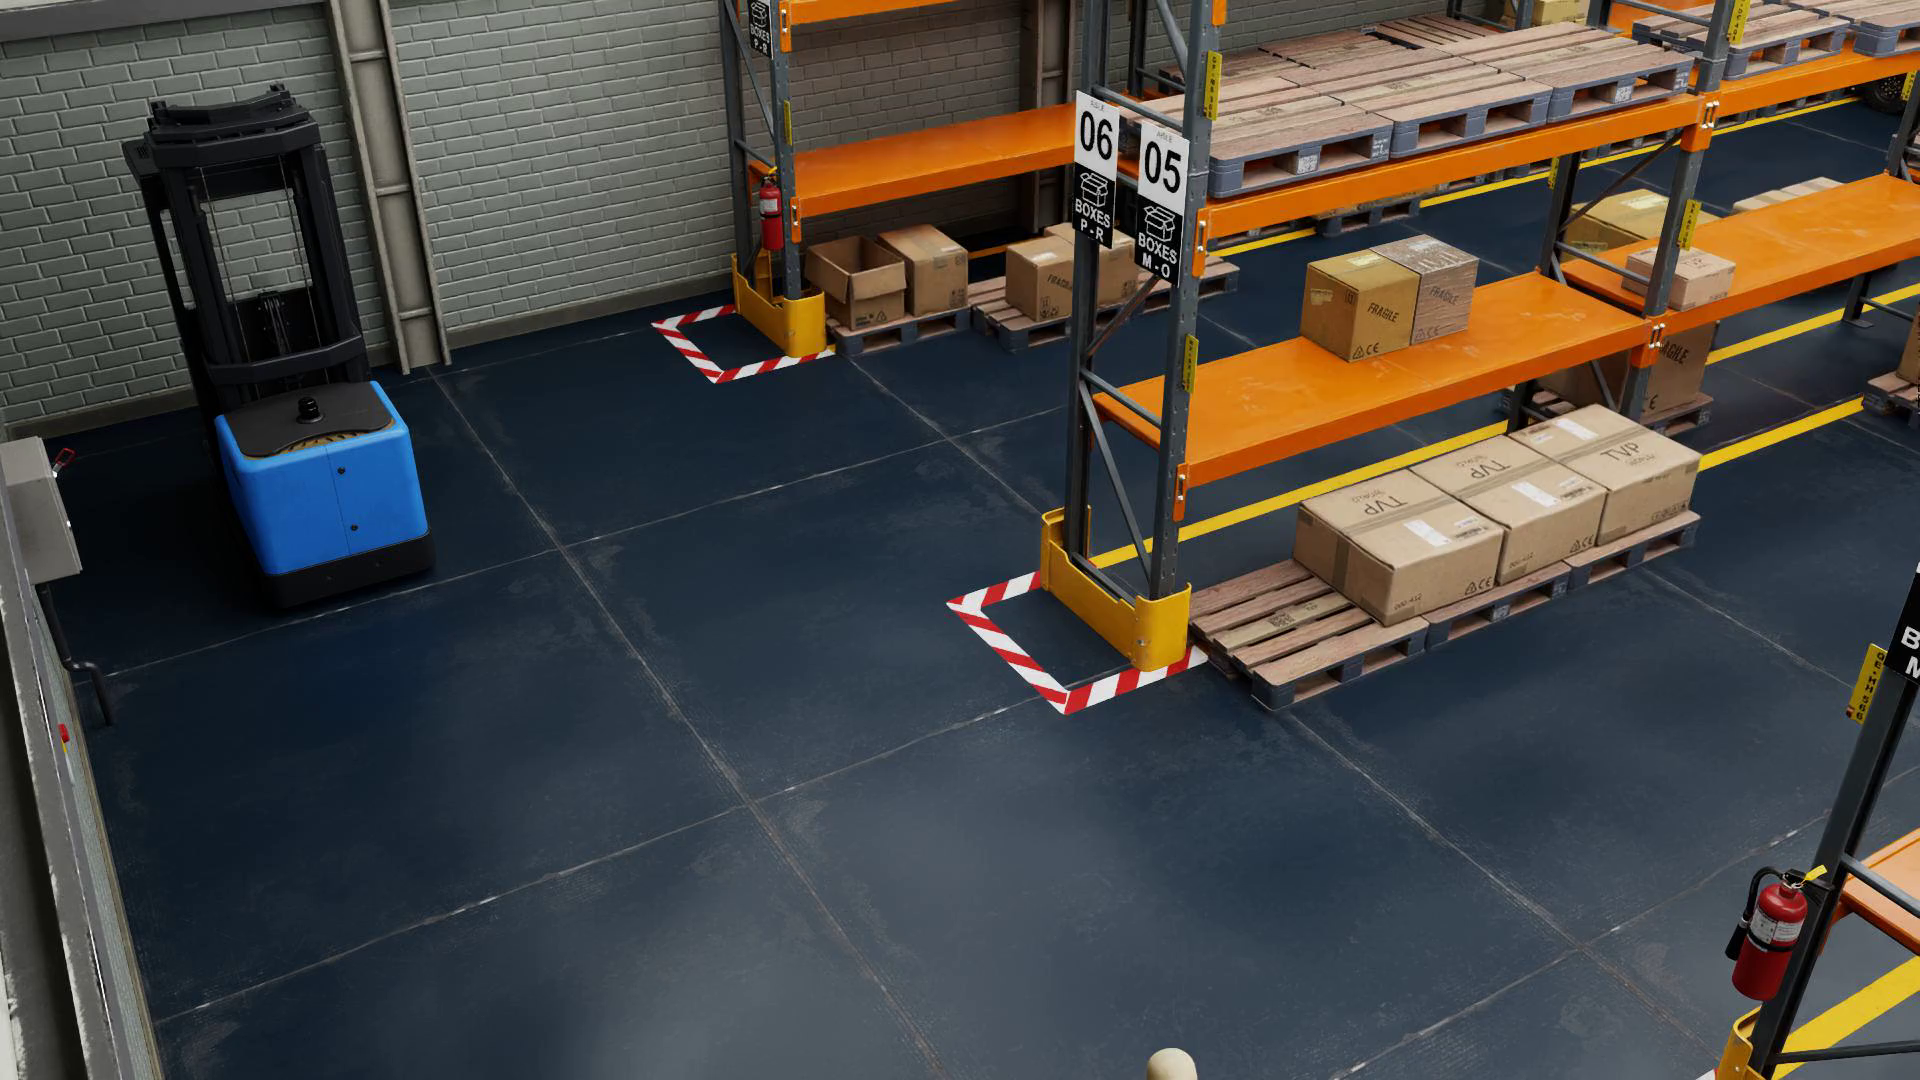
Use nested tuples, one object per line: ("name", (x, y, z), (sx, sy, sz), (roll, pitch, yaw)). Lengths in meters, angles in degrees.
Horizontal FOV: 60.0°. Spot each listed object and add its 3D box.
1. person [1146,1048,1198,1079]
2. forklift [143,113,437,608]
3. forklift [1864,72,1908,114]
("person", (0.643, 2.351, 5.686), (0.605, 1.796, 0.374), (-12, 34, -19))
("forklift", (-4.289, -1.259, 10.509), (1.129, 2.768, 1.873), (-17, 36, -26))
("forklift", (11.468, -5.645, 18.244), (1.214, 2.155, 2.313), (-17, 36, -26))
